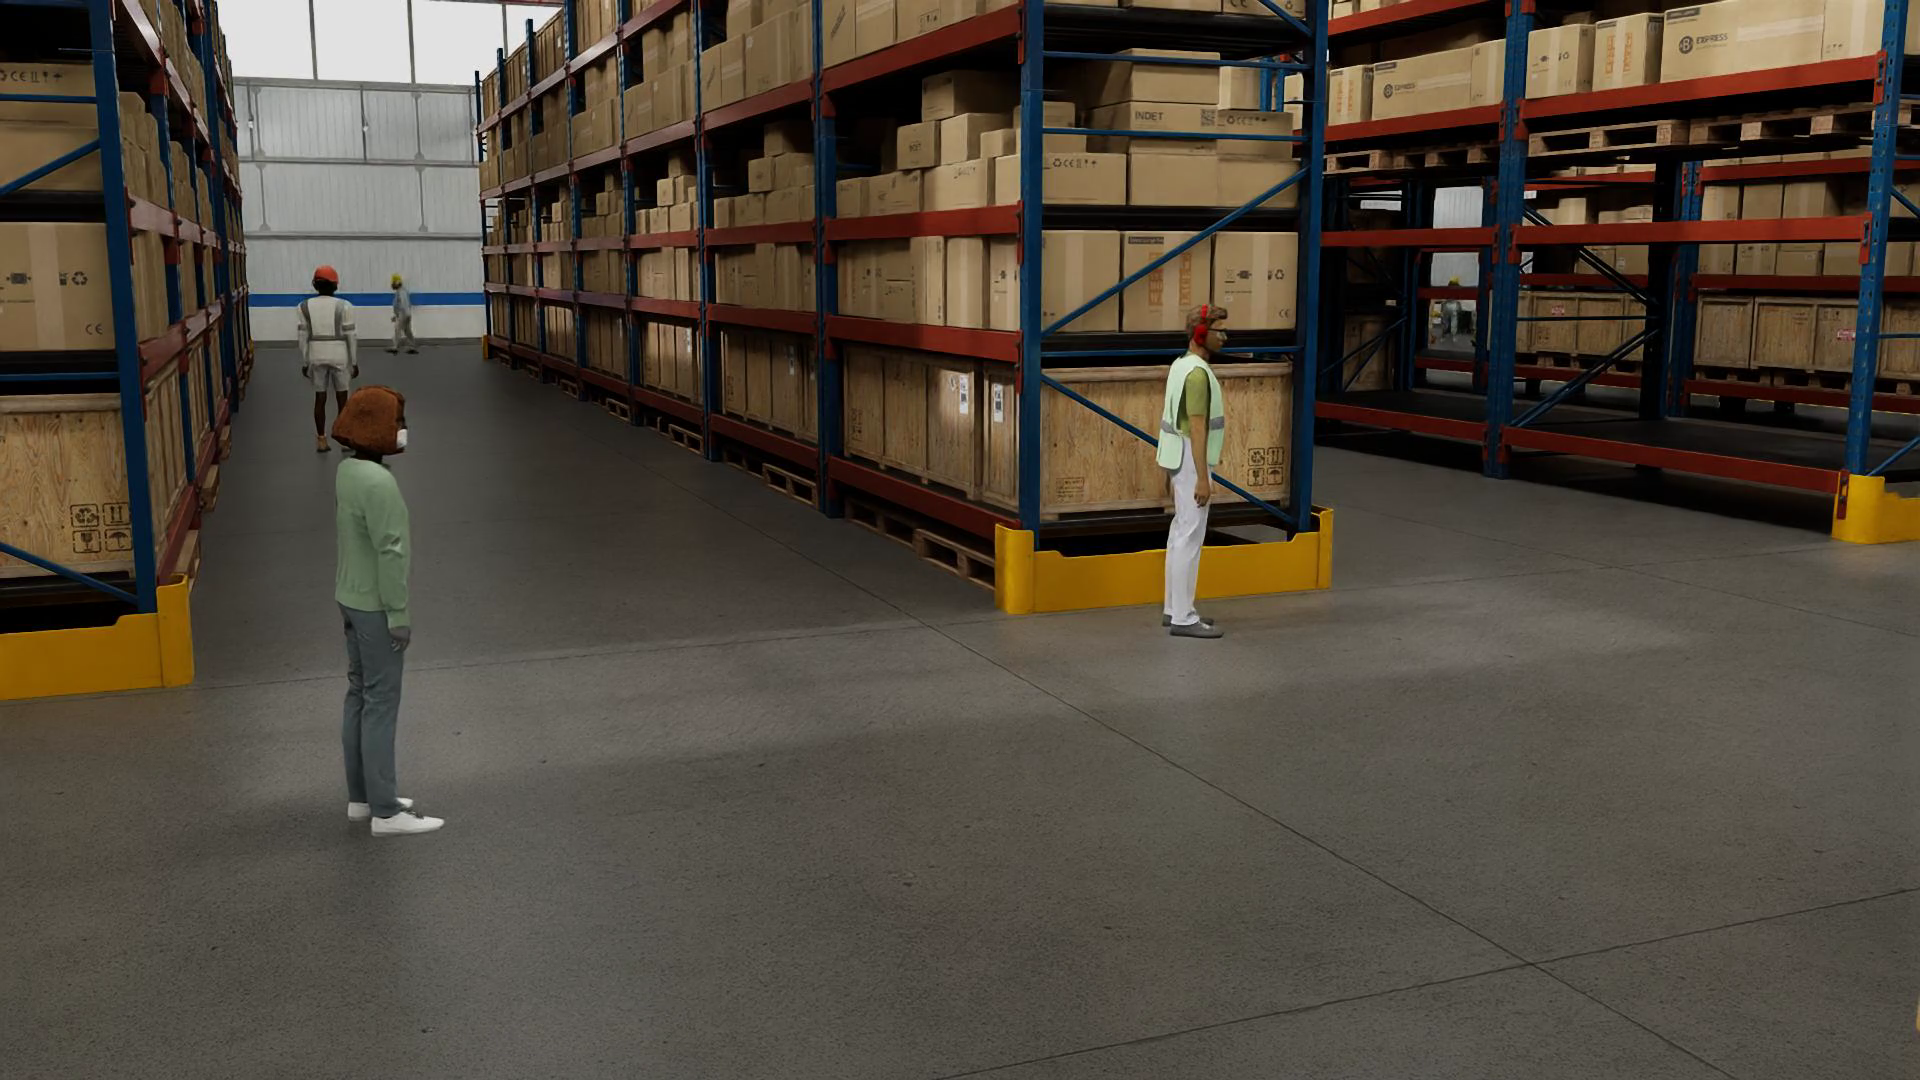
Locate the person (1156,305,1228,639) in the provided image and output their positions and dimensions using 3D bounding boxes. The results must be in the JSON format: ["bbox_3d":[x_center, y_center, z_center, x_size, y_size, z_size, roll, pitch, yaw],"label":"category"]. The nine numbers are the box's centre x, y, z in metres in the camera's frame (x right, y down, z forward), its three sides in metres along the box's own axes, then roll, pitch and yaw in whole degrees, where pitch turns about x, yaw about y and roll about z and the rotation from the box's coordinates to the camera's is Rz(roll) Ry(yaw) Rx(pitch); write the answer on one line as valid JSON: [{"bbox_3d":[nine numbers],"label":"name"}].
[{"bbox_3d":[1.284,-0.384,9.264,0.374,1.840,0.569,0,9,0],"label":"person"}]

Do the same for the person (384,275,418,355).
[{"bbox_3d":[-12.628,-5.052,37.384,0.853,1.791,0.651,-4,10,-24],"label":"person"}]

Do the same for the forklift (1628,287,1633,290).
[{"bbox_3d":[12.139,-4.238,29.251,1.129,2.768,1.873,-4,10,-22],"label":"forklift"}]

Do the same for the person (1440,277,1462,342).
[{"bbox_3d":[12.881,-6.038,43.624,0.546,1.702,0.609,5,11,29],"label":"person"}]

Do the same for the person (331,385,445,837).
[{"bbox_3d":[-2.120,0.254,6.069,0.286,1.631,0.501,-7,12,-35],"label":"person"}]

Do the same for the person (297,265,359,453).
[{"bbox_3d":[-6.888,-1.973,18.185,0.615,2.041,0.391,-1,10,-4],"label":"person"}]
